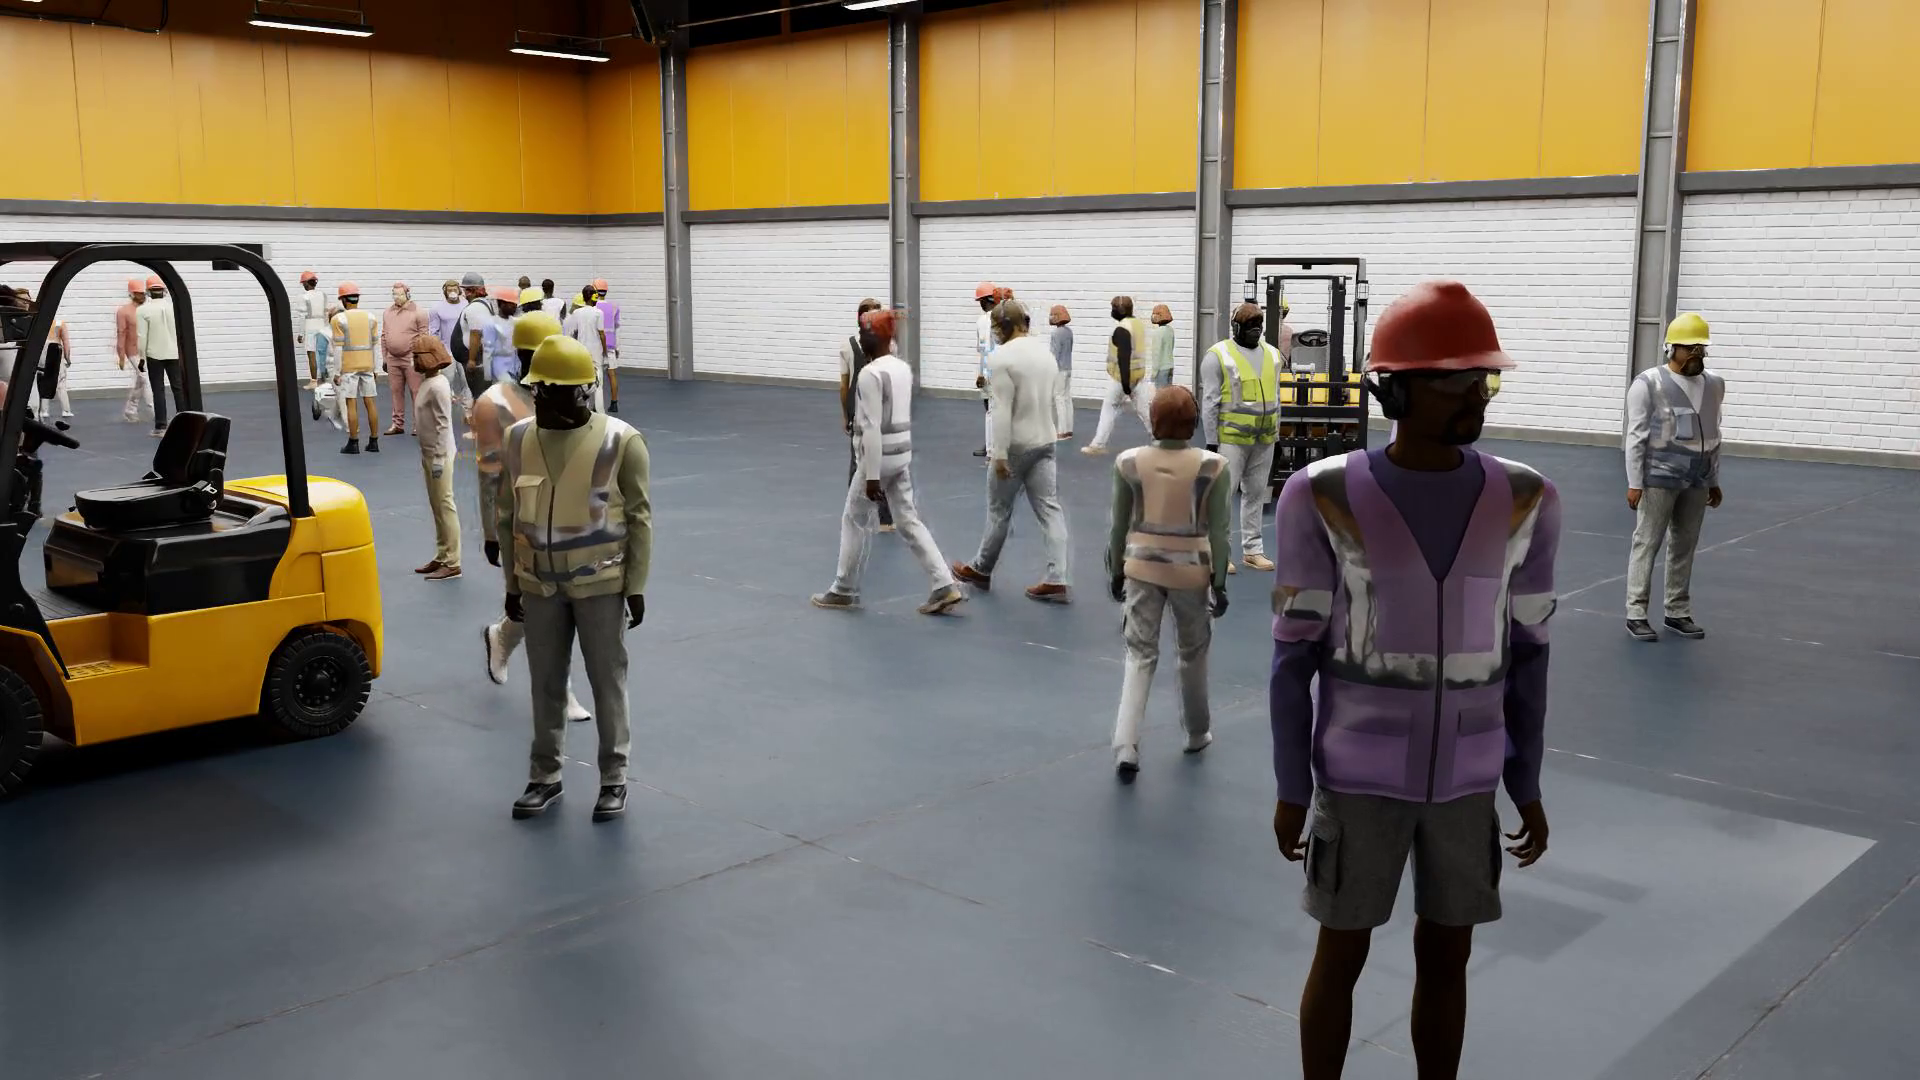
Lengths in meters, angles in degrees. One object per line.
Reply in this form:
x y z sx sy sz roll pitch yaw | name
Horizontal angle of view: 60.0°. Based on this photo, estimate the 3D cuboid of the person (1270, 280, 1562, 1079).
0.959 0.485 3.524 0.607 2.046 0.372 -1 9 -4 | person

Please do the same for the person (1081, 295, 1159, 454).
1.874 -1.821 18.485 0.986 1.797 0.614 5 11 29 | person

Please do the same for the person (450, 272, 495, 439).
-5.943 -2.251 20.312 0.537 2.000 0.682 -1 9 -4 | person

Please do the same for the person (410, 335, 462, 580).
-3.523 -0.552 11.143 0.279 1.633 0.500 -5 10 -28 | person

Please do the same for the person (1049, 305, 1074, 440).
1.220 -2.033 20.226 0.268 1.630 0.507 5 10 27 | person

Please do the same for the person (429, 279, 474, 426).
-6.642 -2.460 21.904 0.636 1.938 0.358 -4 10 -25 | person

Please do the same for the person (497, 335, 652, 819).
-1.457 0.147 6.257 0.591 1.828 0.404 2 9 9 | person

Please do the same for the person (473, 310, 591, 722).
-2.022 -0.129 7.784 0.800 1.895 0.588 8 12 39 | person

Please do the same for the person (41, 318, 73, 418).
-12.664 -2.511 23.147 0.517 1.636 0.314 -3 10 -16 | person

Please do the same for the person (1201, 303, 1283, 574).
1.946 -0.692 11.362 0.635 1.842 0.429 -4 10 -25 | person

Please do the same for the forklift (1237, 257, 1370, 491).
3.309 -1.629 16.029 1.214 2.155 2.313 2 9 11 | forklift

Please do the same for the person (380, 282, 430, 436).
-6.929 -2.249 20.718 0.638 1.907 0.409 2 9 12 | person

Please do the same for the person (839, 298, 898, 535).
-0.689 -0.960 12.992 0.507 1.847 0.344 4 10 22 | person

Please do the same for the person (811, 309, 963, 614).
-0.419 -0.463 9.975 0.976 1.843 0.591 4 10 25 | person

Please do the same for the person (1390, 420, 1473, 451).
2.402 -0.261 8.524 0.410 1.909 0.643 8 12 41 | person

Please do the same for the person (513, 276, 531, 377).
-8.139 -3.982 31.235 0.636 1.939 0.364 1 9 6 | person

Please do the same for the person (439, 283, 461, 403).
-7.903 -3.058 25.810 0.334 1.864 0.521 0 9 1 | person

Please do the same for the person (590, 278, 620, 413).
-5.153 -2.786 23.909 0.551 1.936 0.356 -8 12 -40 | person

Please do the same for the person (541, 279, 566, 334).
-6.540 -3.194 26.502 0.587 1.911 0.397 1 9 3 | person

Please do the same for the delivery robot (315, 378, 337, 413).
-8.734 -2.000 23.032 0.477 0.478 0.707 -4 10 -25 | delivery robot

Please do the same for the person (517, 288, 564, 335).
-4.484 -1.773 17.915 0.941 1.856 0.629 -8 12 -41 | person

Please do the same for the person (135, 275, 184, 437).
-9.897 -2.278 20.628 0.392 1.990 0.614 8 12 40 | person

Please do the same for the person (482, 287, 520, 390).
-5.081 -1.908 18.748 1.002 1.870 0.535 3 10 17 | person

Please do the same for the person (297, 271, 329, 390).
-11.068 -3.576 28.441 0.381 2.042 0.604 5 11 30 | person

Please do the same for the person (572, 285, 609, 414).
-4.846 -2.419 21.891 0.517 1.865 0.328 4 10 21 | person

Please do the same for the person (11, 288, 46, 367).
-11.230 -2.098 19.966 0.389 1.847 0.563 5 11 28 | person

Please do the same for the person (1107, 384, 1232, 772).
0.863 0.155 6.906 0.531 1.607 0.770 3 10 19 | person

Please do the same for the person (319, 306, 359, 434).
-7.868 -2.159 21.068 0.788 1.610 0.554 7 12 38 | person

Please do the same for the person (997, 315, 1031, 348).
0.563 -1.480 16.812 0.522 1.645 0.860 -8 12 -40 | person

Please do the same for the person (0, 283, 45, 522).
-7.653 -1.084 13.396 0.367 1.964 0.630 4 10 21 | person

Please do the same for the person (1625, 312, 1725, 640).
4.002 -0.349 9.288 0.599 1.830 0.403 -2 10 -13 | person

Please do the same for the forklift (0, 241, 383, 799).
-3.706 -0.171 7.093 1.214 2.155 2.313 9 13 43 | forklift

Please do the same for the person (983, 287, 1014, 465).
0.426 -1.699 17.416 0.361 1.882 0.574 -1 9 -8 | person

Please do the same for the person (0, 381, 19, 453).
-5.642 -0.349 9.520 0.326 1.765 0.541 7 12 37 | person

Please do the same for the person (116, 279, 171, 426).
-10.870 -2.489 22.069 1.003 1.951 0.626 4 10 22 | person

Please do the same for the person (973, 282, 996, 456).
0.326 -1.882 18.400 0.385 1.927 0.545 5 11 30 | person

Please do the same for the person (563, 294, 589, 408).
-5.186 -2.497 22.762 0.316 1.735 0.483 7 11 36 | person

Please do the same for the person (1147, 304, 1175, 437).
2.488 -2.083 20.523 0.286 1.633 0.501 6 11 32 | person

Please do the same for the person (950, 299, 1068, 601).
0.340 -0.565 10.483 0.993 1.869 0.641 9 13 44 | person

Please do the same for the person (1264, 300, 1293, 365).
3.448 -1.766 18.179 0.315 1.767 0.535 7 12 37 | person

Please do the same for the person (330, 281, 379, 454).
-6.794 -1.930 18.676 0.363 1.933 0.543 8 13 42 | person
